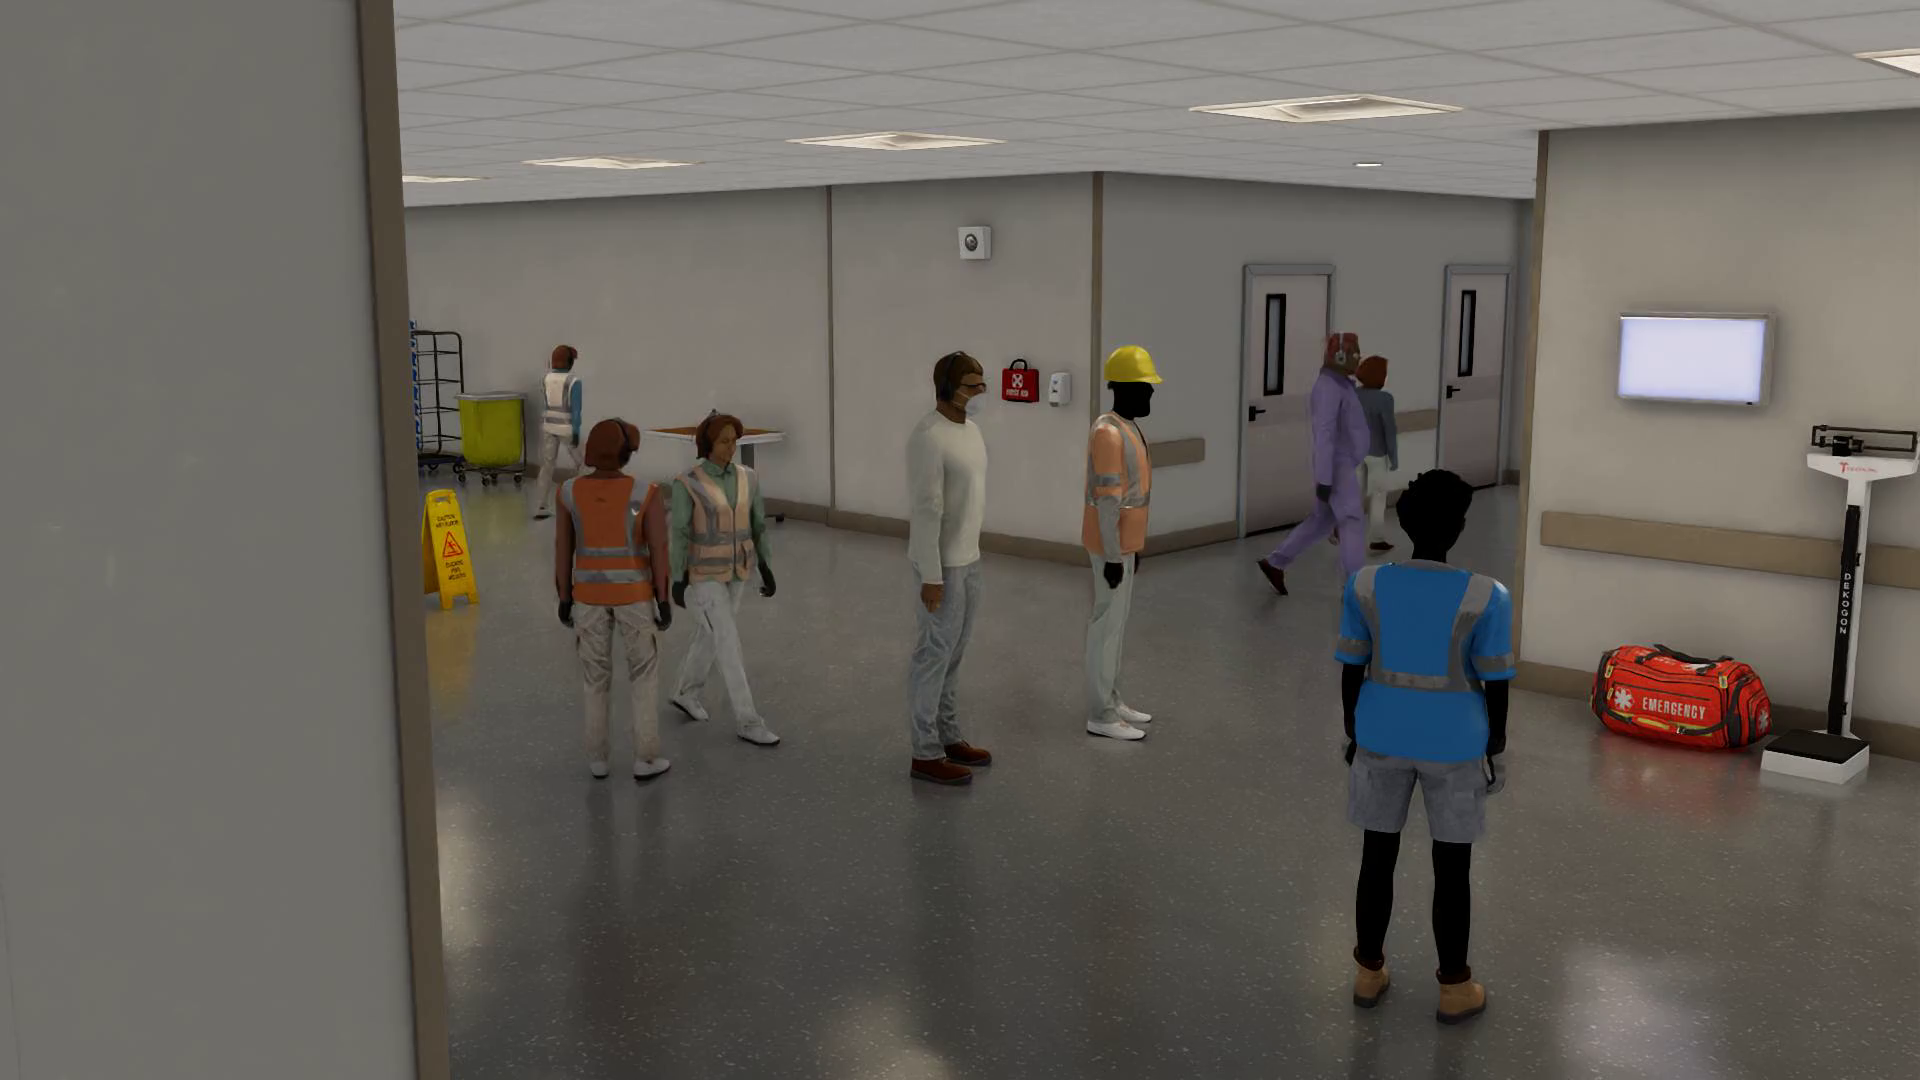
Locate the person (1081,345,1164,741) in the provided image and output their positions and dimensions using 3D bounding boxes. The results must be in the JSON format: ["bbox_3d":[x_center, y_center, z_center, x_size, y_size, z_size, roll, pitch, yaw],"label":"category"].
[{"bbox_3d":[0.801,0.006,8.221,0.385,1.928,0.589,2,10,15],"label":"person"}]

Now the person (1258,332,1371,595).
[{"bbox_3d":[2.536,-0.496,11.475,0.880,1.881,0.653,3,10,16],"label":"person"}]

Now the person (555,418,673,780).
[{"bbox_3d":[-1.558,0.276,7.473,0.546,1.634,0.314,1,9,6],"label":"person"}]

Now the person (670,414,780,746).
[{"bbox_3d":[-1.188,0.170,8.226,0.862,1.595,0.526,8,12,41],"label":"person"}]

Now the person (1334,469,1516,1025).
[{"bbox_3d":[1.419,0.629,5.108,0.539,1.695,0.318,5,11,30],"label":"person"}]

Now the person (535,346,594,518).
[{"bbox_3d":[-3.650,-1.016,15.526,0.522,1.581,0.897,5,11,29],"label":"person"}]

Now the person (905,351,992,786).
[{"bbox_3d":[-0.049,0.117,7.509,0.354,1.936,0.635,3,10,19],"label":"person"}]

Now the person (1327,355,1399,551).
[{"bbox_3d":[3.293,-0.690,13.454,0.567,1.612,0.515,-6,11,-34],"label":"person"}]
